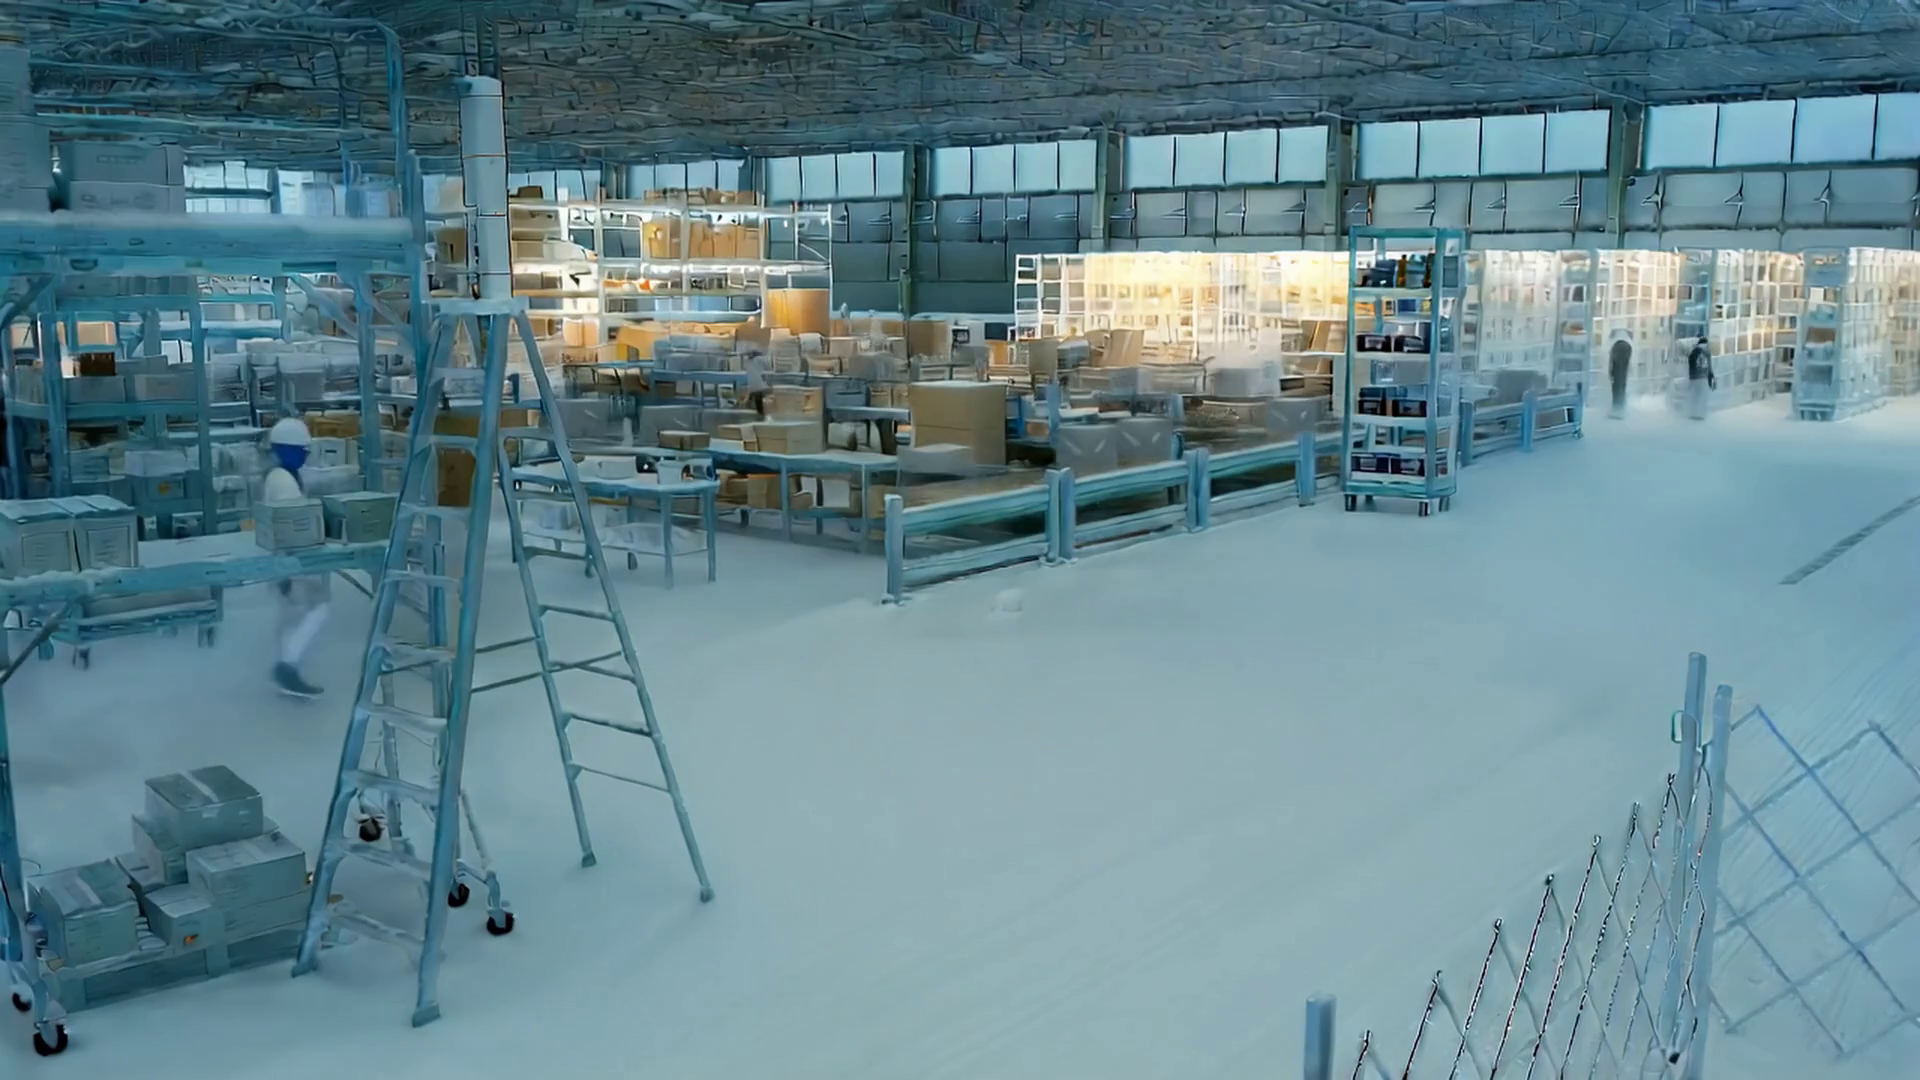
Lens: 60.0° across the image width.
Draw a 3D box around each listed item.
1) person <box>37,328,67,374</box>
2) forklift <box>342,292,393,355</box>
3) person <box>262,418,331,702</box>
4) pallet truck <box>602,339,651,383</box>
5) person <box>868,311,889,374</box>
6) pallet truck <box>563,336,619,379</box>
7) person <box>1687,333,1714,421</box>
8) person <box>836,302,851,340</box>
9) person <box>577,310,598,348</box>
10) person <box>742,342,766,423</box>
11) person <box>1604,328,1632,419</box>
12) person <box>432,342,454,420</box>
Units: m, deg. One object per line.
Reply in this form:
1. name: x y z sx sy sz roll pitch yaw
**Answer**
1. person: -18.963 -3.495 34.890 0.402 1.904 0.638 4 10 22
2. forklift: -16.485 -5.622 45.120 1.129 2.768 1.873 7 11 37
3. person: -4.672 0.153 11.720 0.428 2.027 0.642 -4 10 -22
4. pallet truck: -8.991 -4.871 45.351 0.653 1.274 1.630 7 11 37
5. person: -2.562 -5.946 50.160 1.037 1.912 0.649 -5 10 -27
6. pallet truck: -10.690 -5.294 48.215 1.601 1.201 0.680 -5 10 -26
7. person: 15.242 -3.323 34.080 0.615 1.808 0.614 -5 10 -29
8. person: -4.580 -8.380 65.348 0.603 1.917 0.888 1 9 5
9. person: -11.351 -6.040 50.707 0.623 1.932 0.367 -1 9 -7
10. person: -3.890 -2.839 31.272 0.534 1.748 0.548 1 9 7
11. person: 13.718 -3.468 34.705 0.410 1.909 0.643 8 12 42
12. person: -10.815 -3.306 34.485 0.529 1.642 0.856 4 10 24
